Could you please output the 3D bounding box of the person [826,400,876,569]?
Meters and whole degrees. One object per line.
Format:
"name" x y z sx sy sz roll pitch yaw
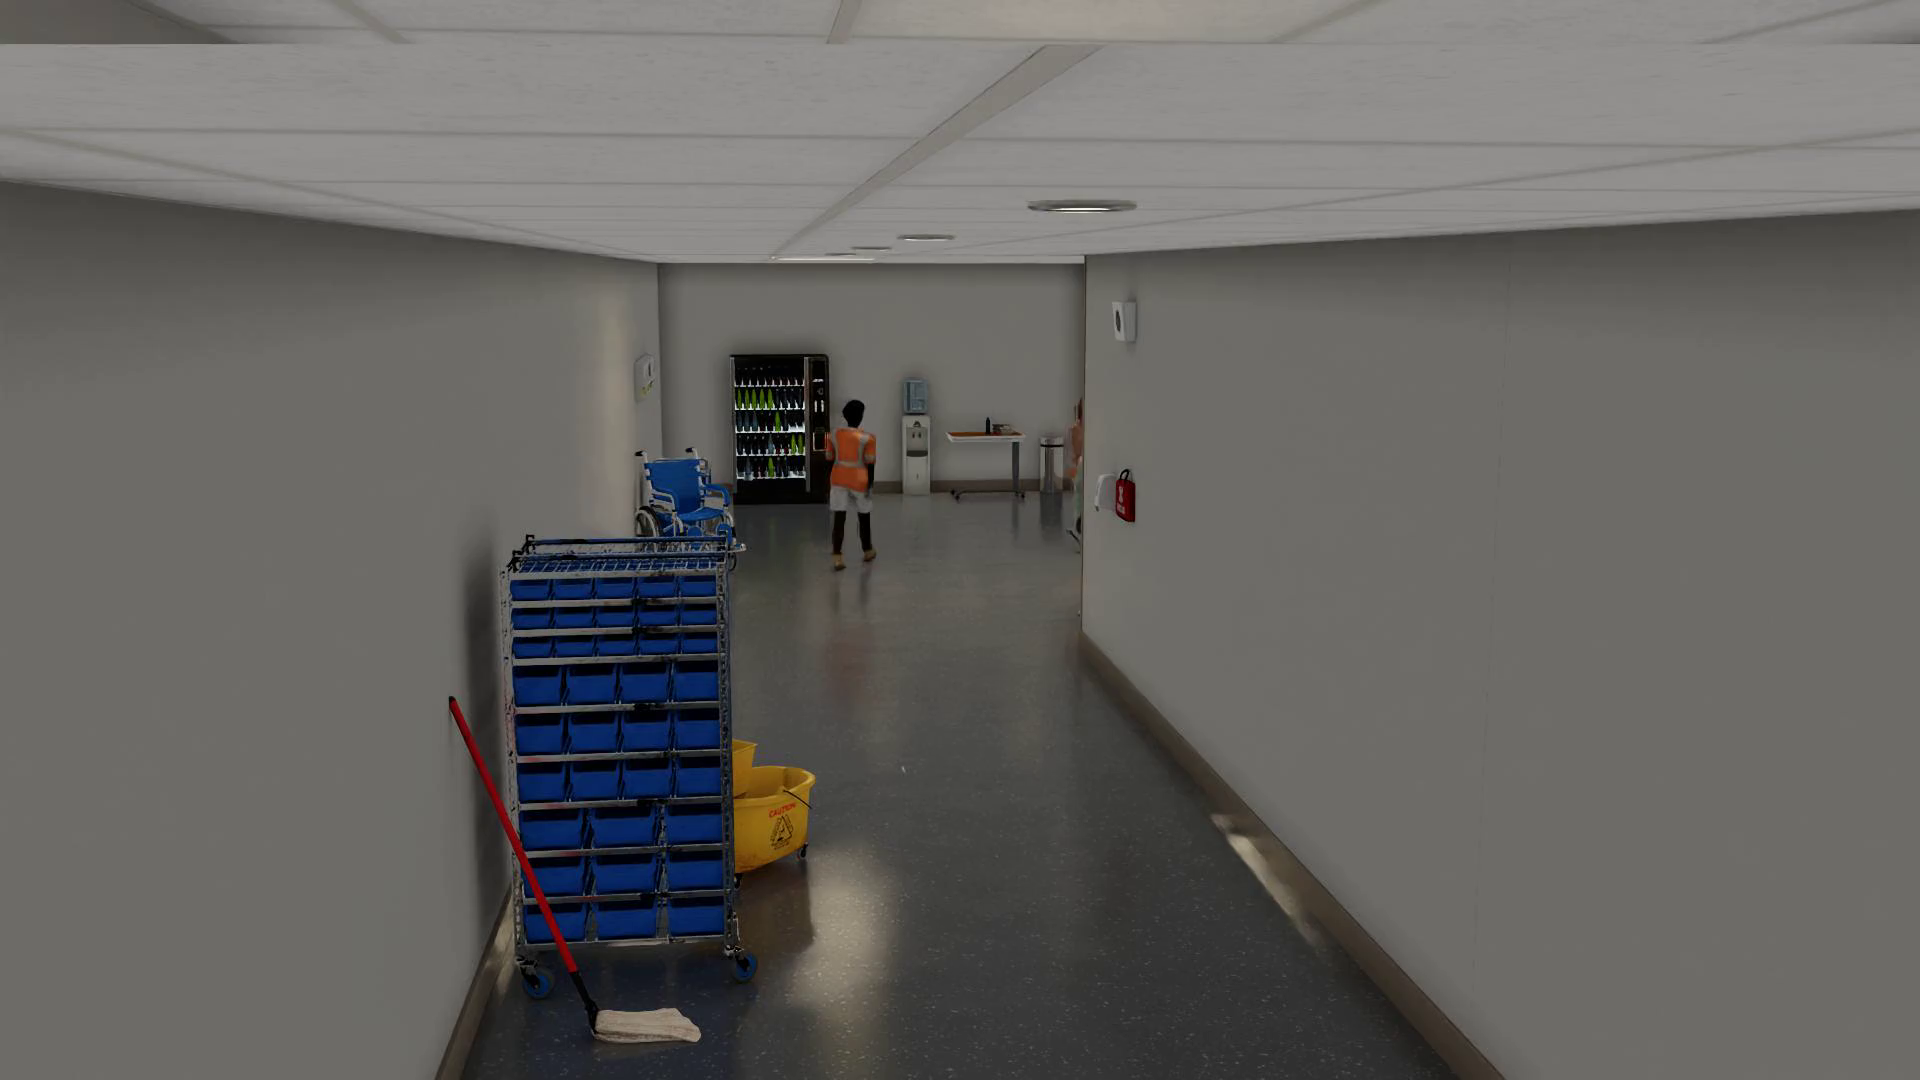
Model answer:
"person" -1.067 -0.550 16.363 0.539 1.651 0.865 2 9 13
